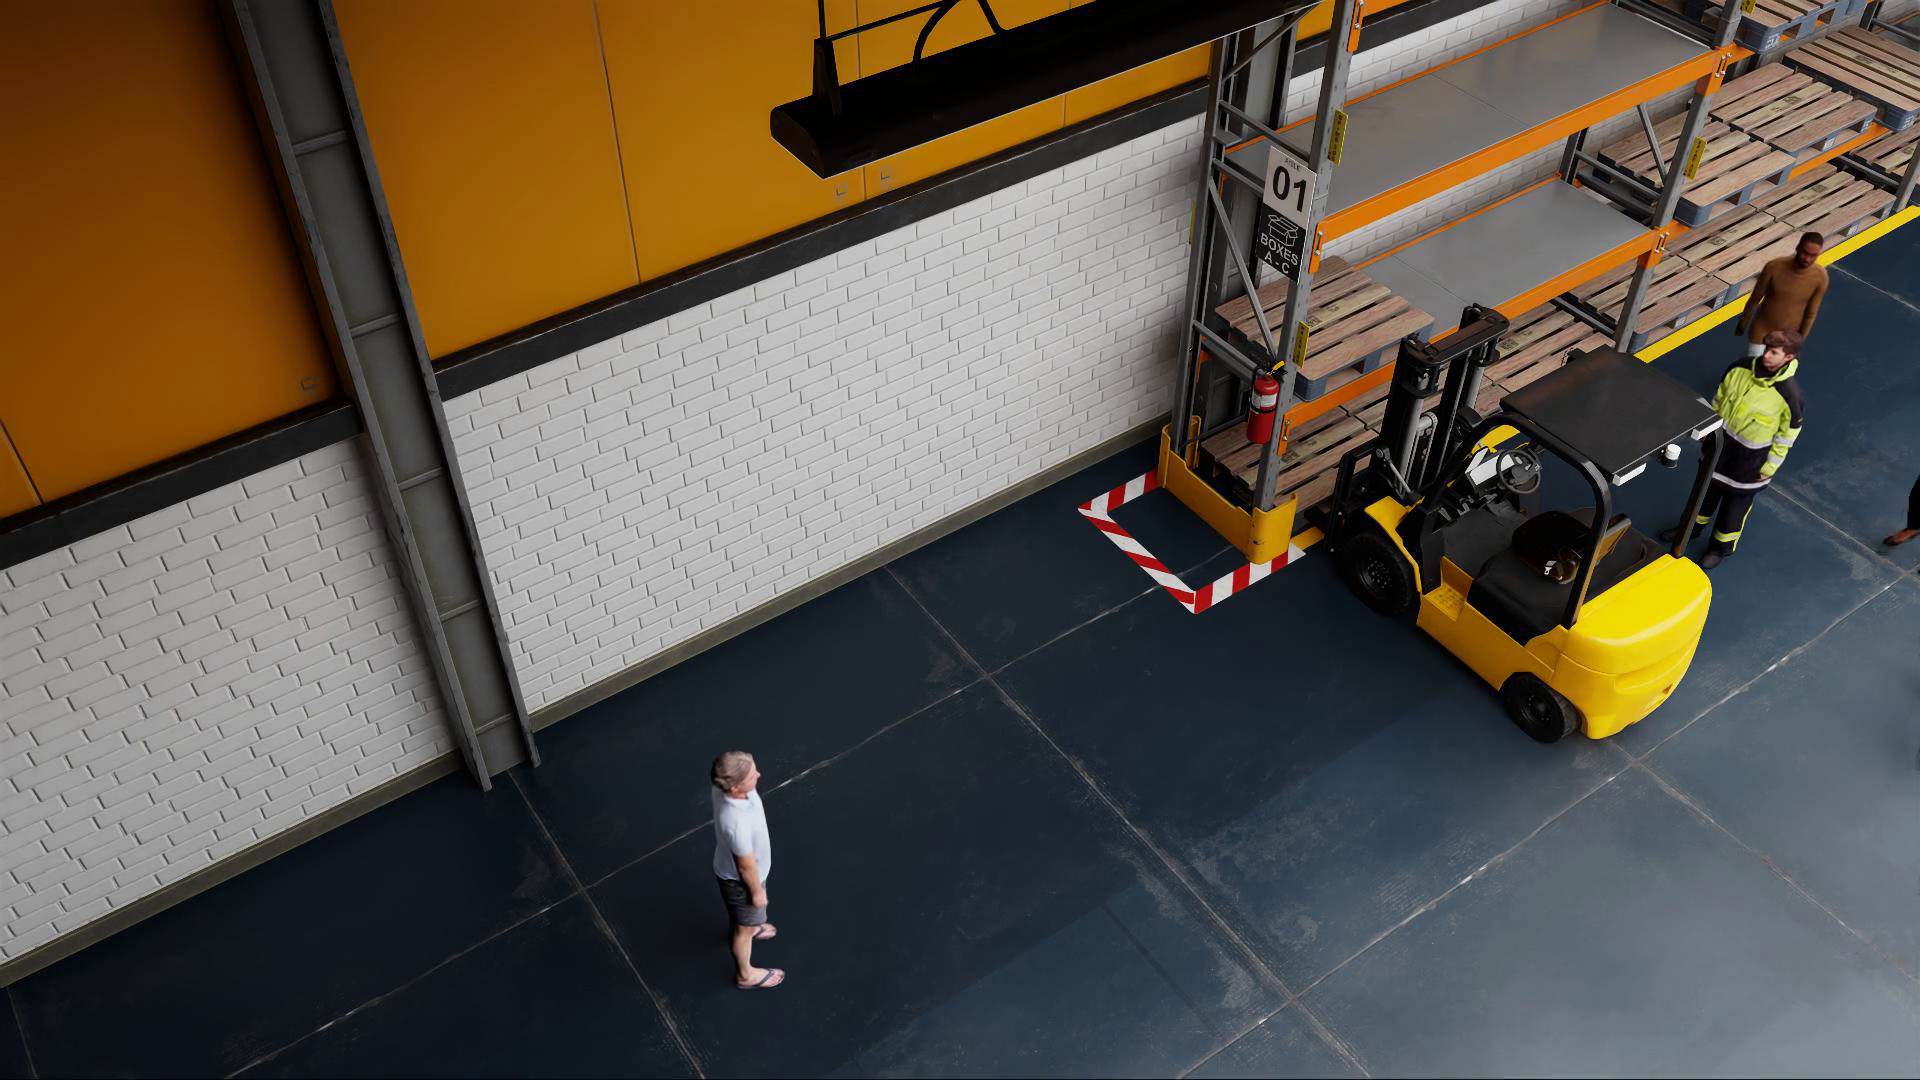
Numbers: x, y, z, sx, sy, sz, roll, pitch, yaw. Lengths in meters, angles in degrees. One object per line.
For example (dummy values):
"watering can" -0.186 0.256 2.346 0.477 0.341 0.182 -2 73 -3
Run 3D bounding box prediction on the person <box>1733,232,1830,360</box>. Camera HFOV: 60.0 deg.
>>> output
"person" 6.175 -1.620 12.624 1.025 1.789 1.169 17 46 17

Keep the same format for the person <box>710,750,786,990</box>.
"person" -1.195 1.765 9.042 0.705 1.829 0.714 -6 44 -6

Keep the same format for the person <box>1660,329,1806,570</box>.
"person" 5.398 -0.647 11.465 0.637 1.981 0.774 -23 48 -22
